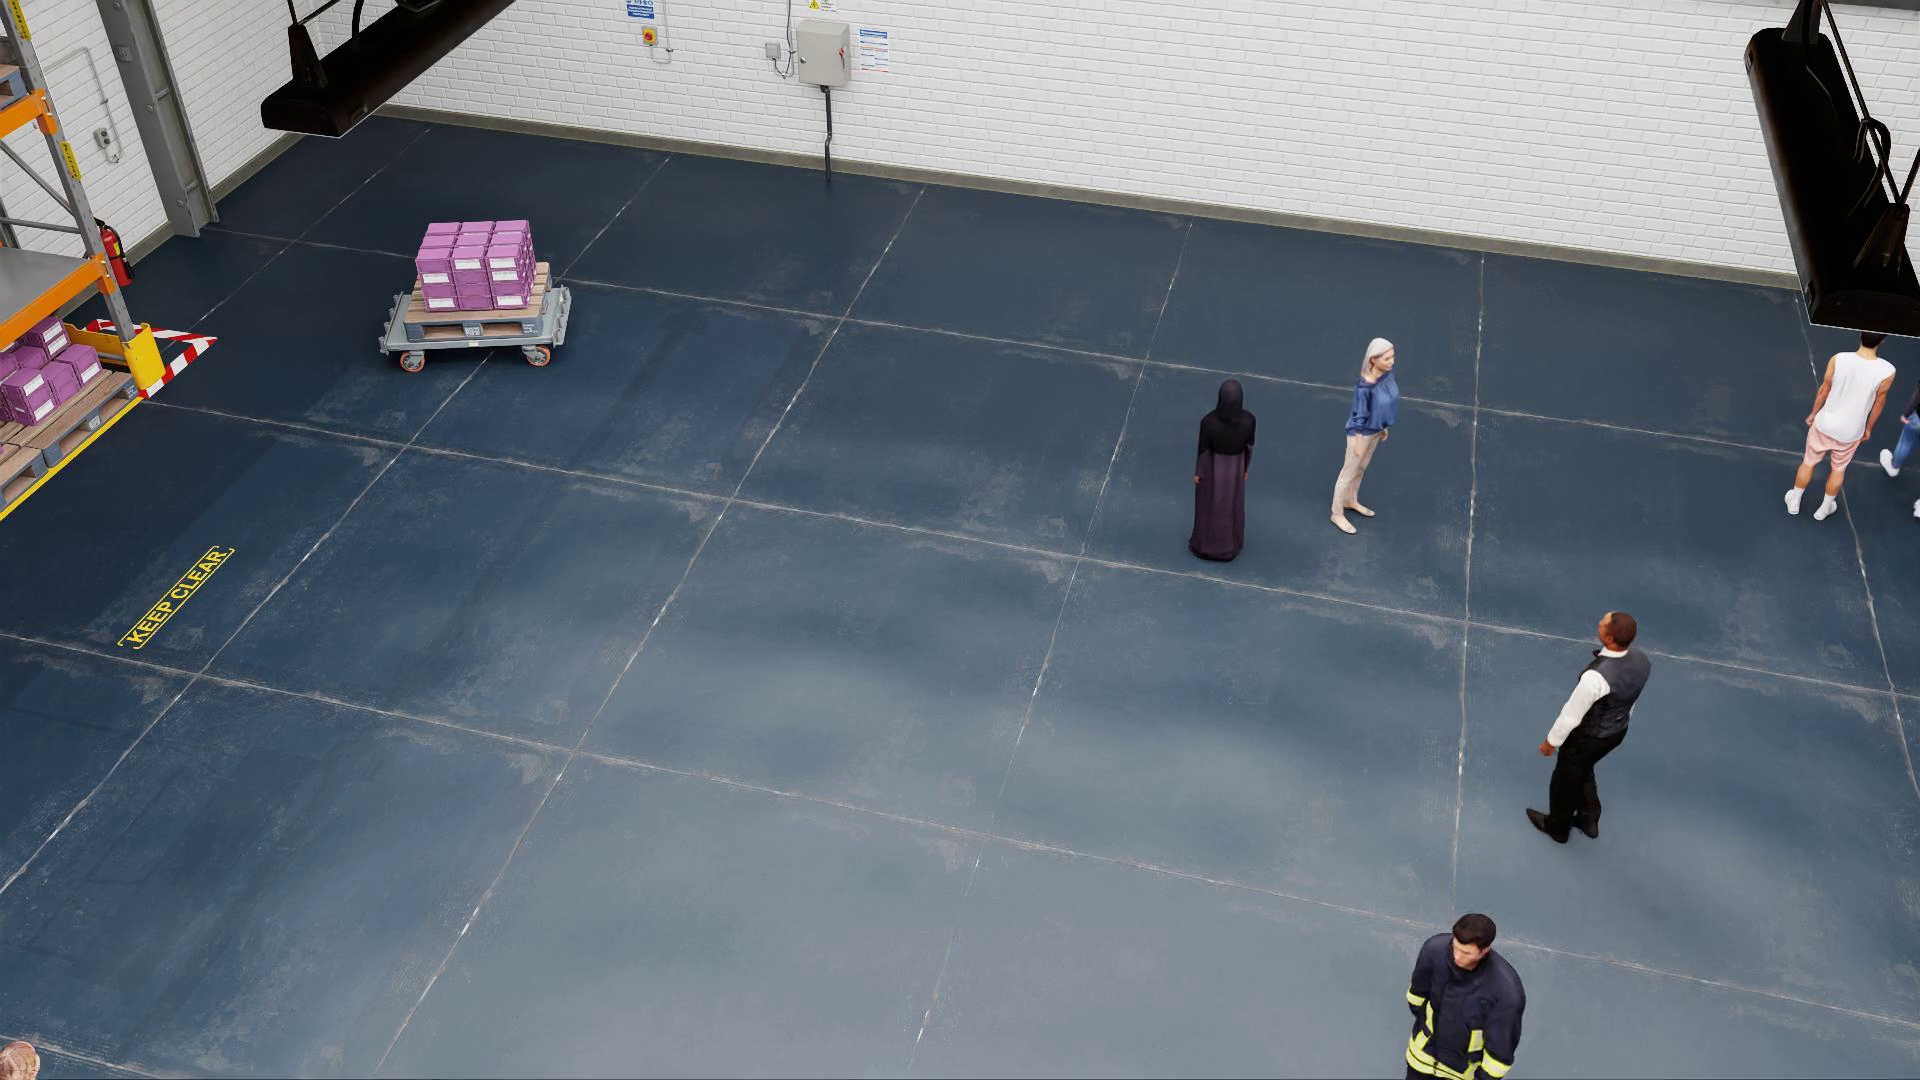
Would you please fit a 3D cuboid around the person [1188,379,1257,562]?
[{"bbox_3d":[2.017,-0.545,12.796,0.684,1.614,0.690,-2,39,-3],"label":"person"}]

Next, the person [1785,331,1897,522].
[{"bbox_3d":[6.960,-0.939,13.149,0.703,1.788,0.674,21,43,24],"label":"person"}]

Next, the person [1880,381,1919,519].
[{"bbox_3d":[7.800,-0.919,13.274,0.733,1.601,1.025,9,40,11],"label":"person"}]

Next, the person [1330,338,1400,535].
[{"bbox_3d":[3.191,-0.851,13.112,0.758,1.697,0.643,28,46,30],"label":"person"}]

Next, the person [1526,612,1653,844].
[{"bbox_3d":[3.969,1.236,10.327,0.871,1.911,0.931,-20,43,-23],"label":"person"}]

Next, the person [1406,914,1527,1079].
[{"bbox_3d":[2.664,2.539,8.732,1.074,1.866,1.343,23,44,26],"label":"person"}]
